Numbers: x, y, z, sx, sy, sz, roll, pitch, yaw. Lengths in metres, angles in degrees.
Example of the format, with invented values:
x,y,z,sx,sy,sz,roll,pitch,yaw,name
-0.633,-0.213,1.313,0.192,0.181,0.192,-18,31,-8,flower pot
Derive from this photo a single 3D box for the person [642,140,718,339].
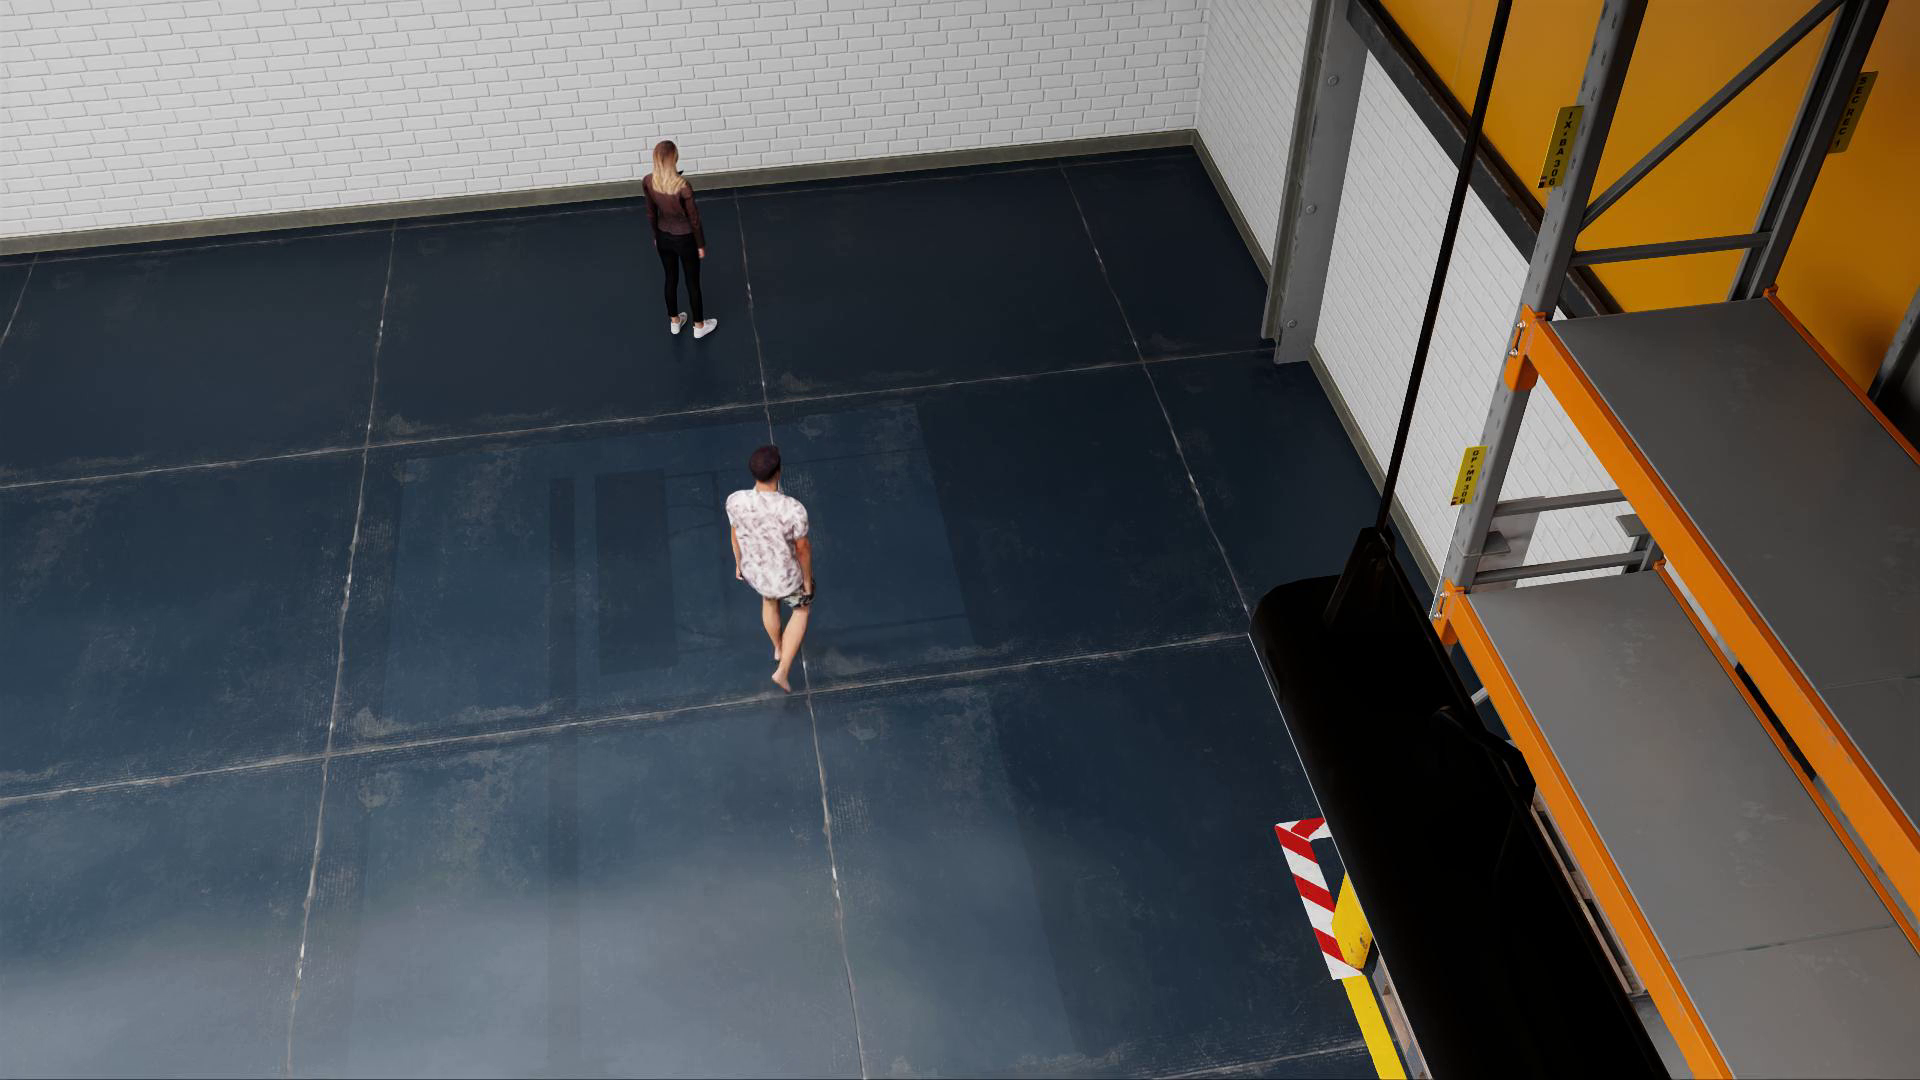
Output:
x,y,z,sx,sy,sz,roll,pitch,yaw,name
-2.206,-2.331,12.947,0.679,1.704,0.687,17,46,17,person

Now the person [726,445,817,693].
x,y,z,sx,sy,sz,roll,pitch,yaw,name
-1.162,0.210,10.211,0.879,1.799,1.018,9,44,10,person
